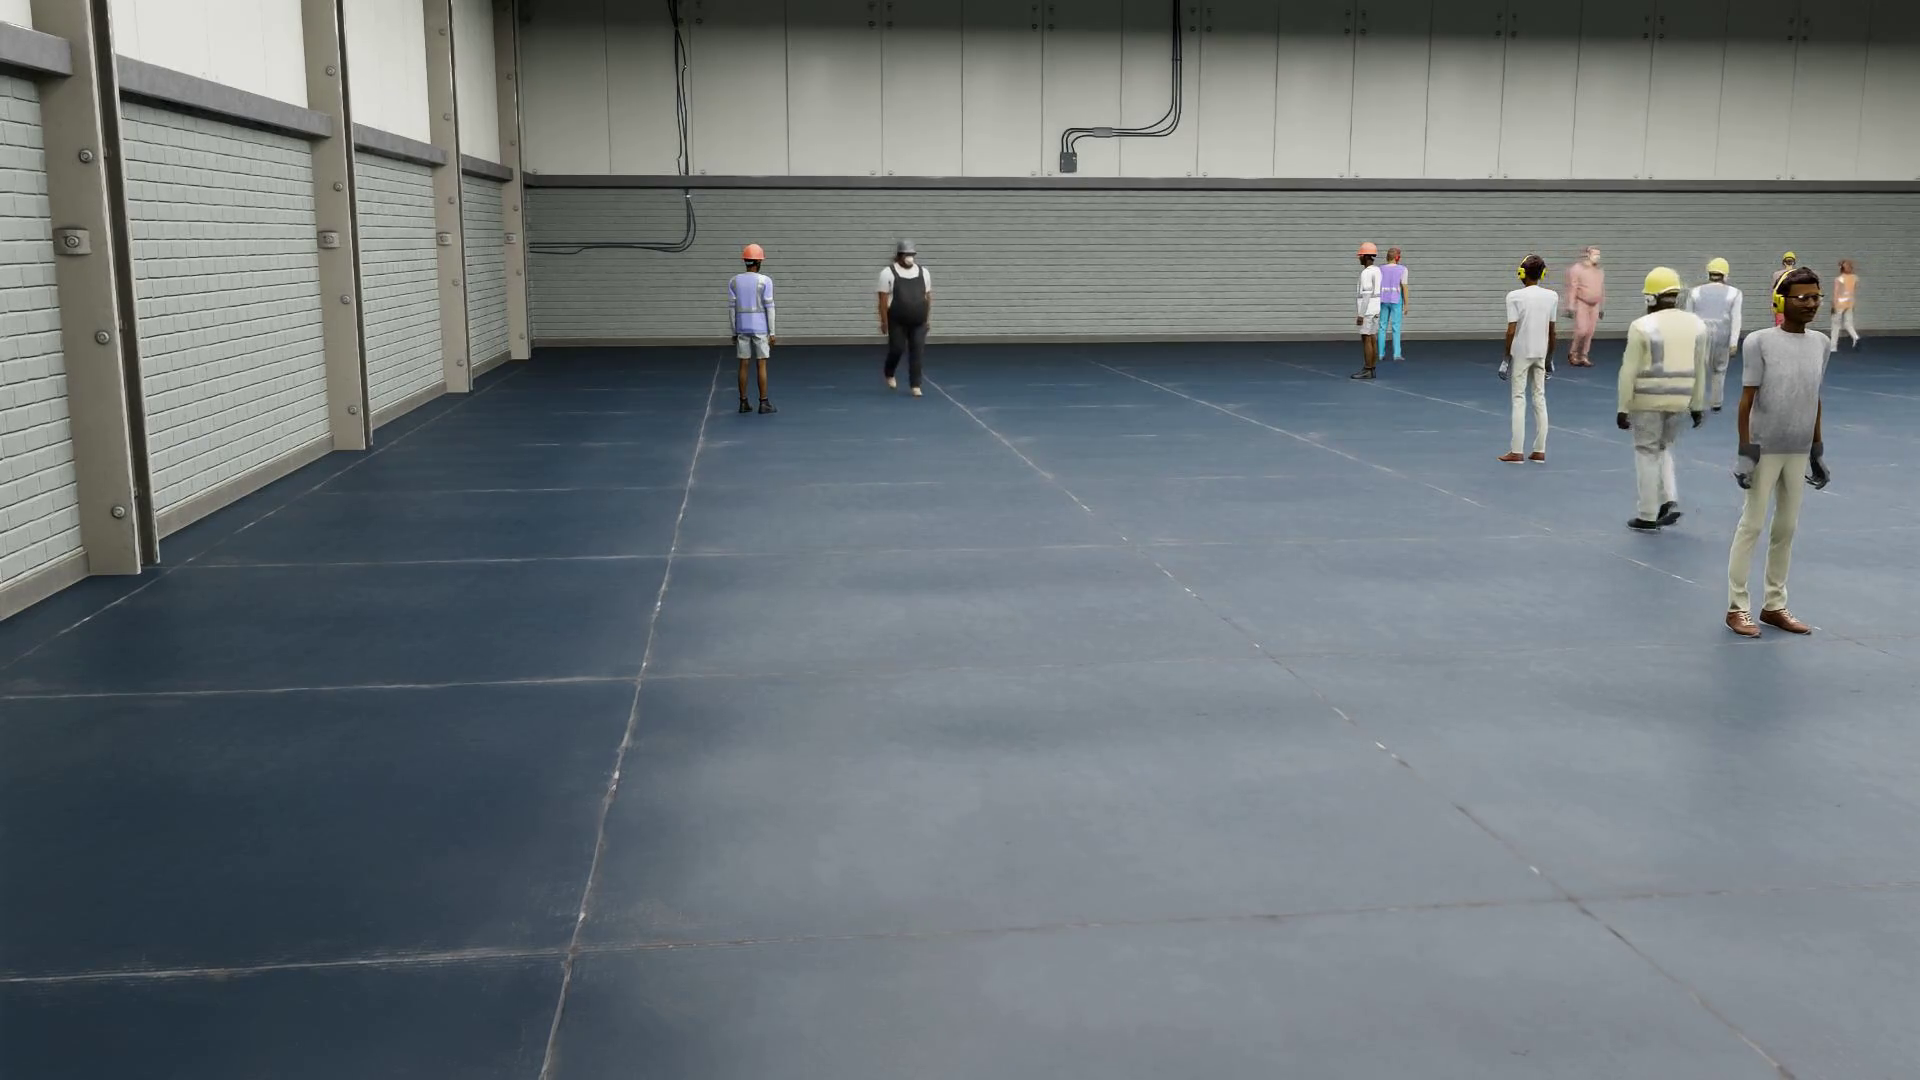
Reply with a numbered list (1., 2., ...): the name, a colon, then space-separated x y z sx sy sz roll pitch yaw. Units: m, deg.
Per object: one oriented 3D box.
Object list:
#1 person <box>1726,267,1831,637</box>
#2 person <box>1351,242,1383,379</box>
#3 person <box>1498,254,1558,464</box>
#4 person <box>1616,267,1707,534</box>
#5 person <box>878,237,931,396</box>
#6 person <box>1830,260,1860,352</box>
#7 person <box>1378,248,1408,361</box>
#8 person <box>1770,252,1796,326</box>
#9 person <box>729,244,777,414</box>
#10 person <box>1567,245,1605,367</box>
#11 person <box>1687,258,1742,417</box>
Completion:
1. person: 4.185 -0.441 8.453 0.521 1.873 0.328 -2 11 -13
2. person: 5.795 -3.258 23.711 0.361 1.940 0.543 6 12 31
3. person: 5.080 -1.616 14.903 0.513 1.871 0.329 -2 11 -11
4. person: 4.770 -0.948 11.379 0.623 1.814 0.428 -3 11 -15
5. person: -0.701 -2.878 21.347 0.692 2.000 0.729 -3 11 -18
6. person: 15.435 -4.073 29.017 0.532 1.622 0.547 -3 11 -16
7. person: 7.040 -3.842 27.192 0.563 1.837 0.389 7 12 34
8. person: 14.357 -4.113 28.901 0.523 1.759 0.335 2 10 8
9. person: -2.369 -2.419 19.119 0.553 1.935 0.363 3 11 18
10. person: 9.756 -3.620 25.827 0.661 1.887 0.440 -4 11 -21
11. person: 8.482 -2.284 18.784 0.603 1.793 0.935 7 12 32
